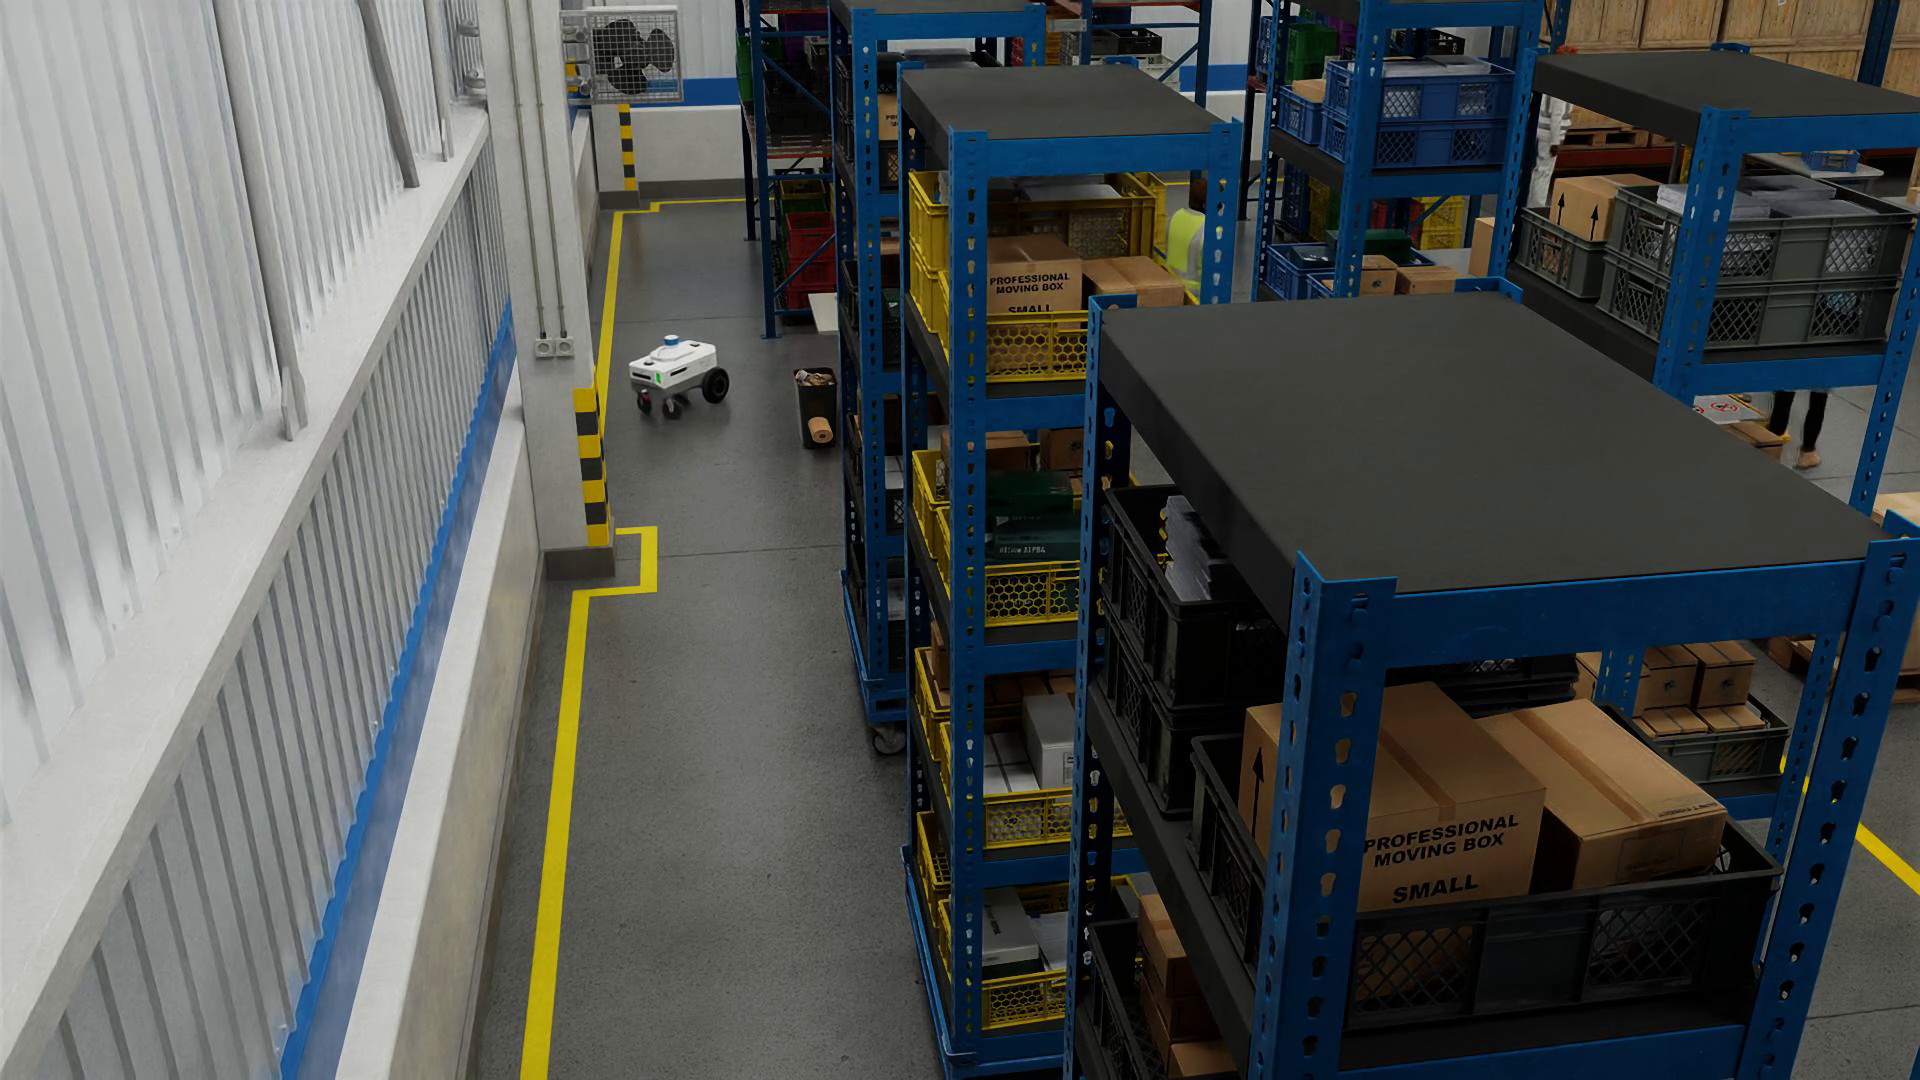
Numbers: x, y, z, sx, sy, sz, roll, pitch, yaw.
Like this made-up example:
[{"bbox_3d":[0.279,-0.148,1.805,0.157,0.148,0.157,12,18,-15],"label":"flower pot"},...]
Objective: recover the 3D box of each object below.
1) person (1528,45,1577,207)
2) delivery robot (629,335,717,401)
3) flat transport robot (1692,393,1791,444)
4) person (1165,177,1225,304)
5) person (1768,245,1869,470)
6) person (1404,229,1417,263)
[{"bbox_3d":[6.288,-4.279,17.654,0.359,1.883,0.573,6,25,12],"label":"person"},{"bbox_3d":[-2.187,-1.319,12.689,0.477,0.478,0.707,15,29,30],"label":"delivery robot"},{"bbox_3d":[5.224,-0.859,12.132,1.431,0.197,0.652,-4,25,-8],"label":"flat transport robot"},{"bbox_3d":[1.728,-1.753,12.236,0.431,1.831,0.643,-12,27,-25],"label":"person"},{"bbox_3d":[5.788,-1.285,11.418,0.682,1.656,0.322,2,25,5],"label":"person"},{"bbox_3d":[2.671,-1.011,10.483,0.627,1.940,0.371,17,30,32],"label":"person"}]
